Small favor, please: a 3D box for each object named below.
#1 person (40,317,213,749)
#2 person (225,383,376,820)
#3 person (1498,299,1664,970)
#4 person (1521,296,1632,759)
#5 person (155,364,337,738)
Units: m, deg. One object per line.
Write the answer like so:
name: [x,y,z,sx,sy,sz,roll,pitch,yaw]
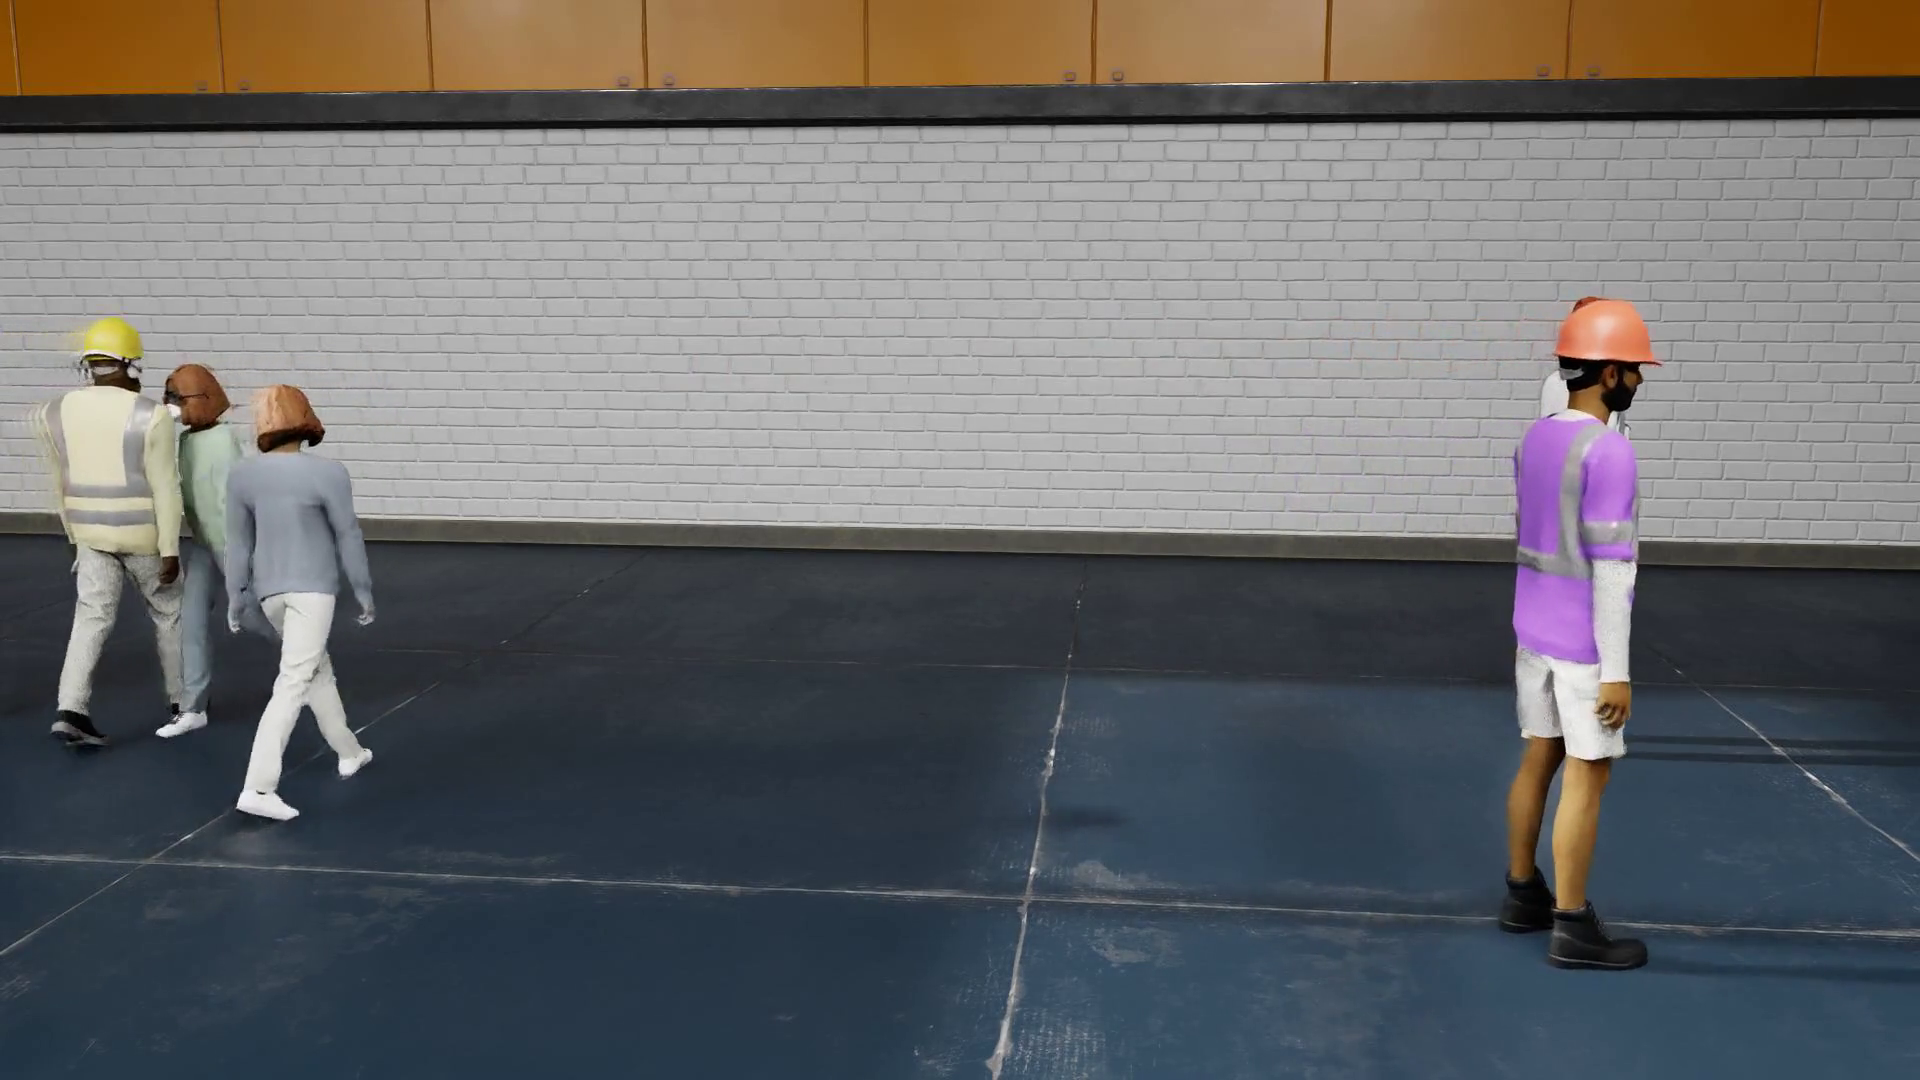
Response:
person: [-3.563,-0.037,7.024,0.593,1.803,0.884,0,10,3]
person: [-2.508,0.208,6.229,0.509,1.585,0.879,3,10,17]
person: [1.809,0.272,4.853,0.365,1.937,0.549,-1,10,-8]
person: [2.554,-0.053,6.864,0.357,1.885,0.573,-1,10,-5]
person: [-3.159,0.020,7.261,0.500,1.598,0.753,8,12,37]
